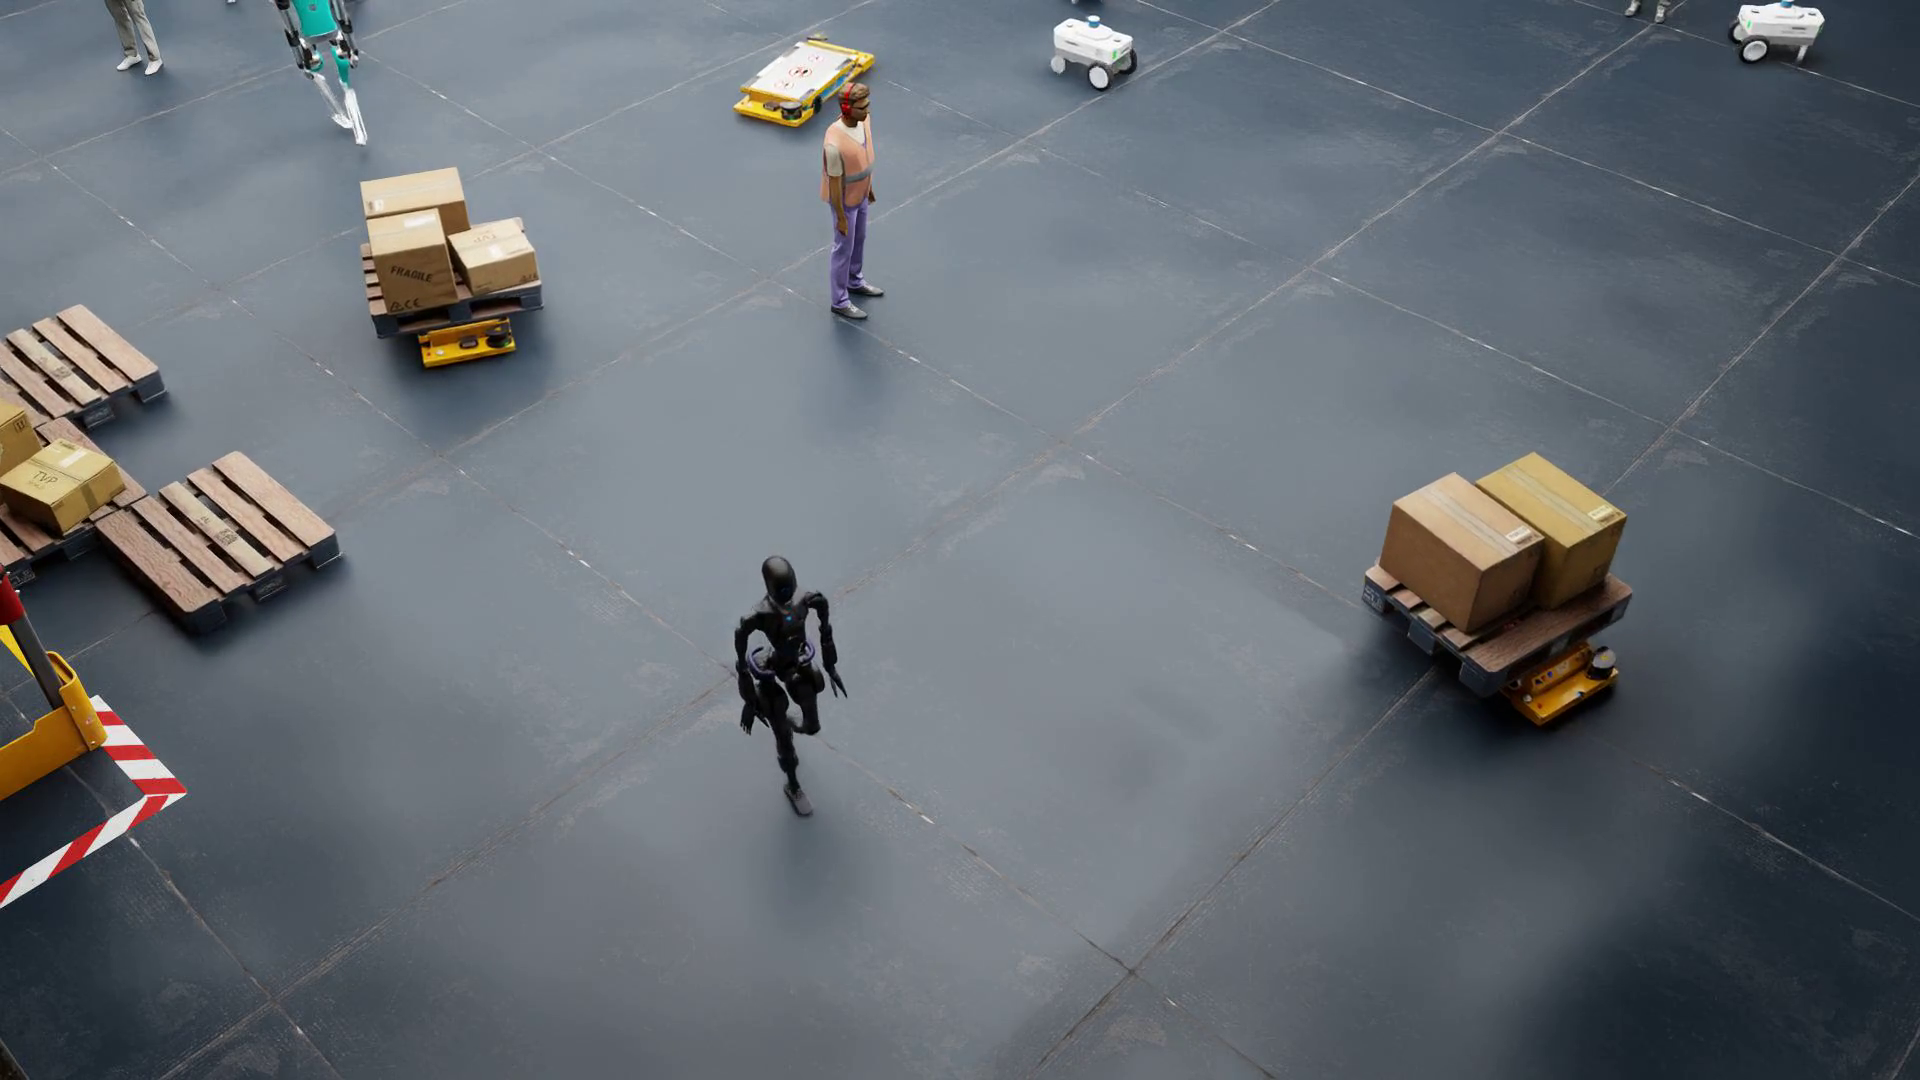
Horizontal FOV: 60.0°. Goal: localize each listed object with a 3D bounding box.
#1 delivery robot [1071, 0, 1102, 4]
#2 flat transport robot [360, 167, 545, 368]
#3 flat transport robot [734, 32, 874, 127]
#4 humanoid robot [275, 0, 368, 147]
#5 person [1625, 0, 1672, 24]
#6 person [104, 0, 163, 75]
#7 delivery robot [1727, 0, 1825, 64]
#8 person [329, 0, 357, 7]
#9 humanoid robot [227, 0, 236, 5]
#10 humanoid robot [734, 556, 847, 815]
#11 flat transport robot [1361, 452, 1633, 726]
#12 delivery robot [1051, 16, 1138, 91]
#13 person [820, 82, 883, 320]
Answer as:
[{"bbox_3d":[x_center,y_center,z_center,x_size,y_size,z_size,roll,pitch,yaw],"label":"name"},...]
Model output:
[{"bbox_3d":[1.199,-5.788,16.735,0.499,0.581,0.768,-10,43,-11],"label":"delivery robot"},{"bbox_3d":[-3.788,-1.813,12.541,0.659,0.231,1.431,-13,44,-14],"label":"flat transport robot"},{"bbox_3d":[-1.415,-4.215,15.210,0.659,0.231,1.431,19,45,20],"label":"flat transport robot"},{"bbox_3d":[-5.410,-4.181,14.079,0.556,1.722,0.969,-19,45,-20],"label":"humanoid robot"},{"bbox_3d":[6.794,-5.897,15.915,0.569,1.831,0.408,18,45,19],"label":"person"},{"bbox_3d":[-7.676,-5.054,15.114,0.513,1.644,0.306,13,44,14],"label":"person"},{"bbox_3d":[7.681,-4.812,15.655,0.755,0.587,0.525,4,42,4],"label":"delivery robot"},{"bbox_3d":[-6.264,-6.126,16.156,0.581,1.849,0.552,12,43,13],"label":"person"},{"bbox_3d":[-7.411,-6.255,16.432,0.532,1.765,0.921,-14,44,-15],"label":"humanoid robot"},{"bbox_3d":[-0.938,0.686,8.719,0.591,1.637,0.635,-22,47,-23],"label":"humanoid robot"},{"bbox_3d":[3.171,0.489,9.982,0.659,0.231,1.431,-24,47,-24],"label":"flat transport robot"},{"bbox_3d":[1.232,-4.524,15.344,0.802,0.600,0.499,26,48,26],"label":"delivery robot"},{"bbox_3d":[-0.808,-2.486,12.121,0.390,1.836,0.559,14,44,15],"label":"person"}]
